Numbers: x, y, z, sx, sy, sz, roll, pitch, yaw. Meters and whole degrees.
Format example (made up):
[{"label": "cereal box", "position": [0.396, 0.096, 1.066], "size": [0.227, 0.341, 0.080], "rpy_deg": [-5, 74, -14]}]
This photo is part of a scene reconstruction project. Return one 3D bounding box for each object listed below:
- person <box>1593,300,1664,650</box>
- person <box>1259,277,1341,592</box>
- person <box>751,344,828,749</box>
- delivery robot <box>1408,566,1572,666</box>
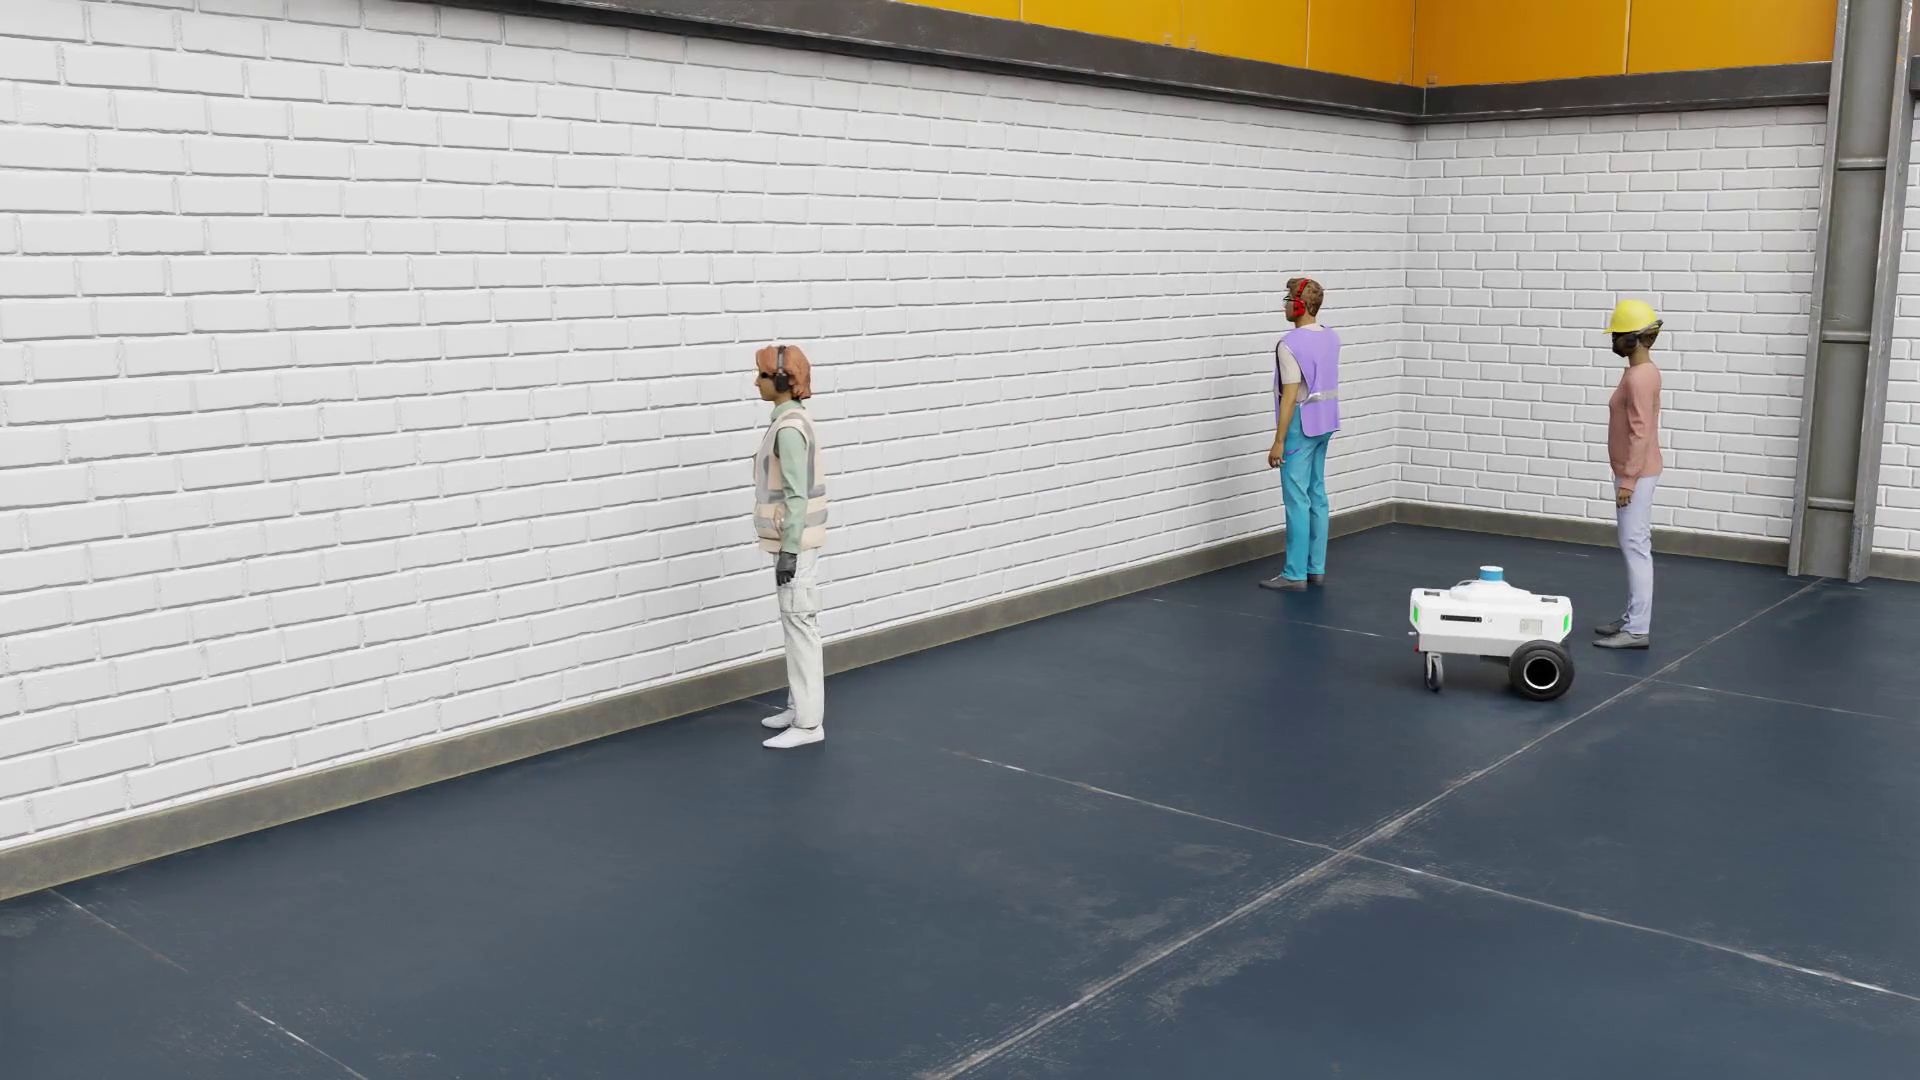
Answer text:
[{"label": "person", "position": [3.388, -0.328, 8.434], "size": [0.327, 1.765, 0.529], "rpy_deg": [5, 11, 24]}, {"label": "person", "position": [2.034, -0.614, 9.839], "size": [0.384, 1.842, 0.565], "rpy_deg": [8, 13, 39]}, {"label": "person", "position": [-0.691, 0.026, 6.774], "size": [0.309, 1.639, 0.522], "rpy_deg": [-1, 10, -6]}, {"label": "delivery robot", "position": [2.438, 0.364, 7.670], "size": [0.707, 0.478, 0.477], "rpy_deg": [3, 10, 17]}]
